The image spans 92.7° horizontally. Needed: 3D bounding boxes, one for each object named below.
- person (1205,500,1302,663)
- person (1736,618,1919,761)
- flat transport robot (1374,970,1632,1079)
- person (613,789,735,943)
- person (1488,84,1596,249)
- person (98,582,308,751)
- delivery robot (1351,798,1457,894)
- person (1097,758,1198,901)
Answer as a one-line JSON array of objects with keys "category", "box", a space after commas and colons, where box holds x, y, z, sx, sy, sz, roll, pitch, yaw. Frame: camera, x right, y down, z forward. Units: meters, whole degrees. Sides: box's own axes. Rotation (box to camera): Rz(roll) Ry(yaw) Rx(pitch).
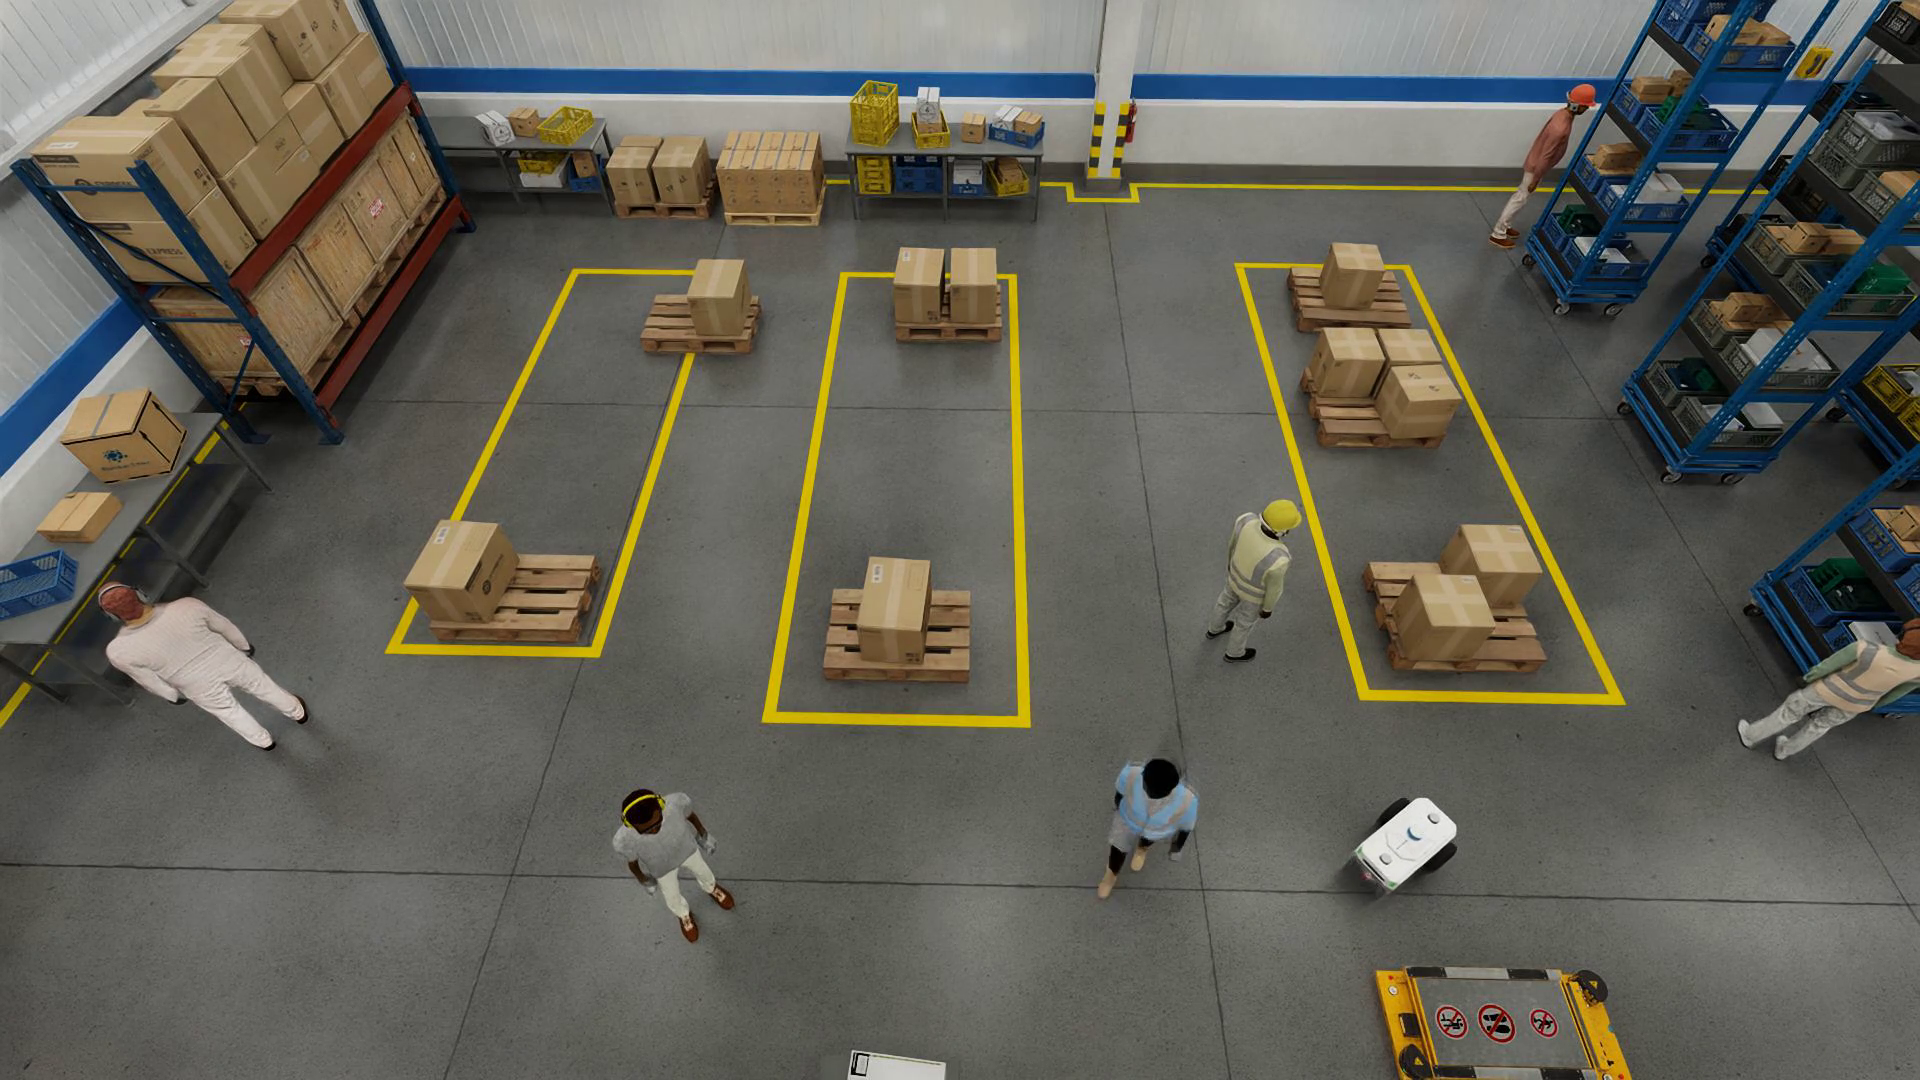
[{"category": "person", "box": [2.306, 0.322, 7.204, 0.404, 1.832, 0.595, -18, 53, -14]}, {"category": "person", "box": [6.417, 1.124, 6.680, 0.525, 1.631, 0.319, 22, 54, 17]}, {"category": "flat transport robot", "box": [3.501, 3.133, 5.914, 1.431, 0.197, 0.652, 1, 51, 1]}, {"category": "person", "box": [-1.794, 2.019, 5.798, 0.512, 1.872, 0.330, -35, 59, -25]}, {"category": "person", "box": [6.996, -4.473, 11.021, 0.409, 1.987, 0.607, 24, 55, 18]}, {"category": "person", "box": [-5.504, 0.921, 6.674, 0.409, 1.903, 0.638, 30, 57, 22]}, {"category": "delivery robot", "box": [3.142, 2.148, 6.477, 0.707, 0.478, 0.477, -28, 56, -21]}, {"category": "person", "box": [1.203, 1.920, 5.999, 0.549, 1.670, 0.671, 19, 53, 15]}]
